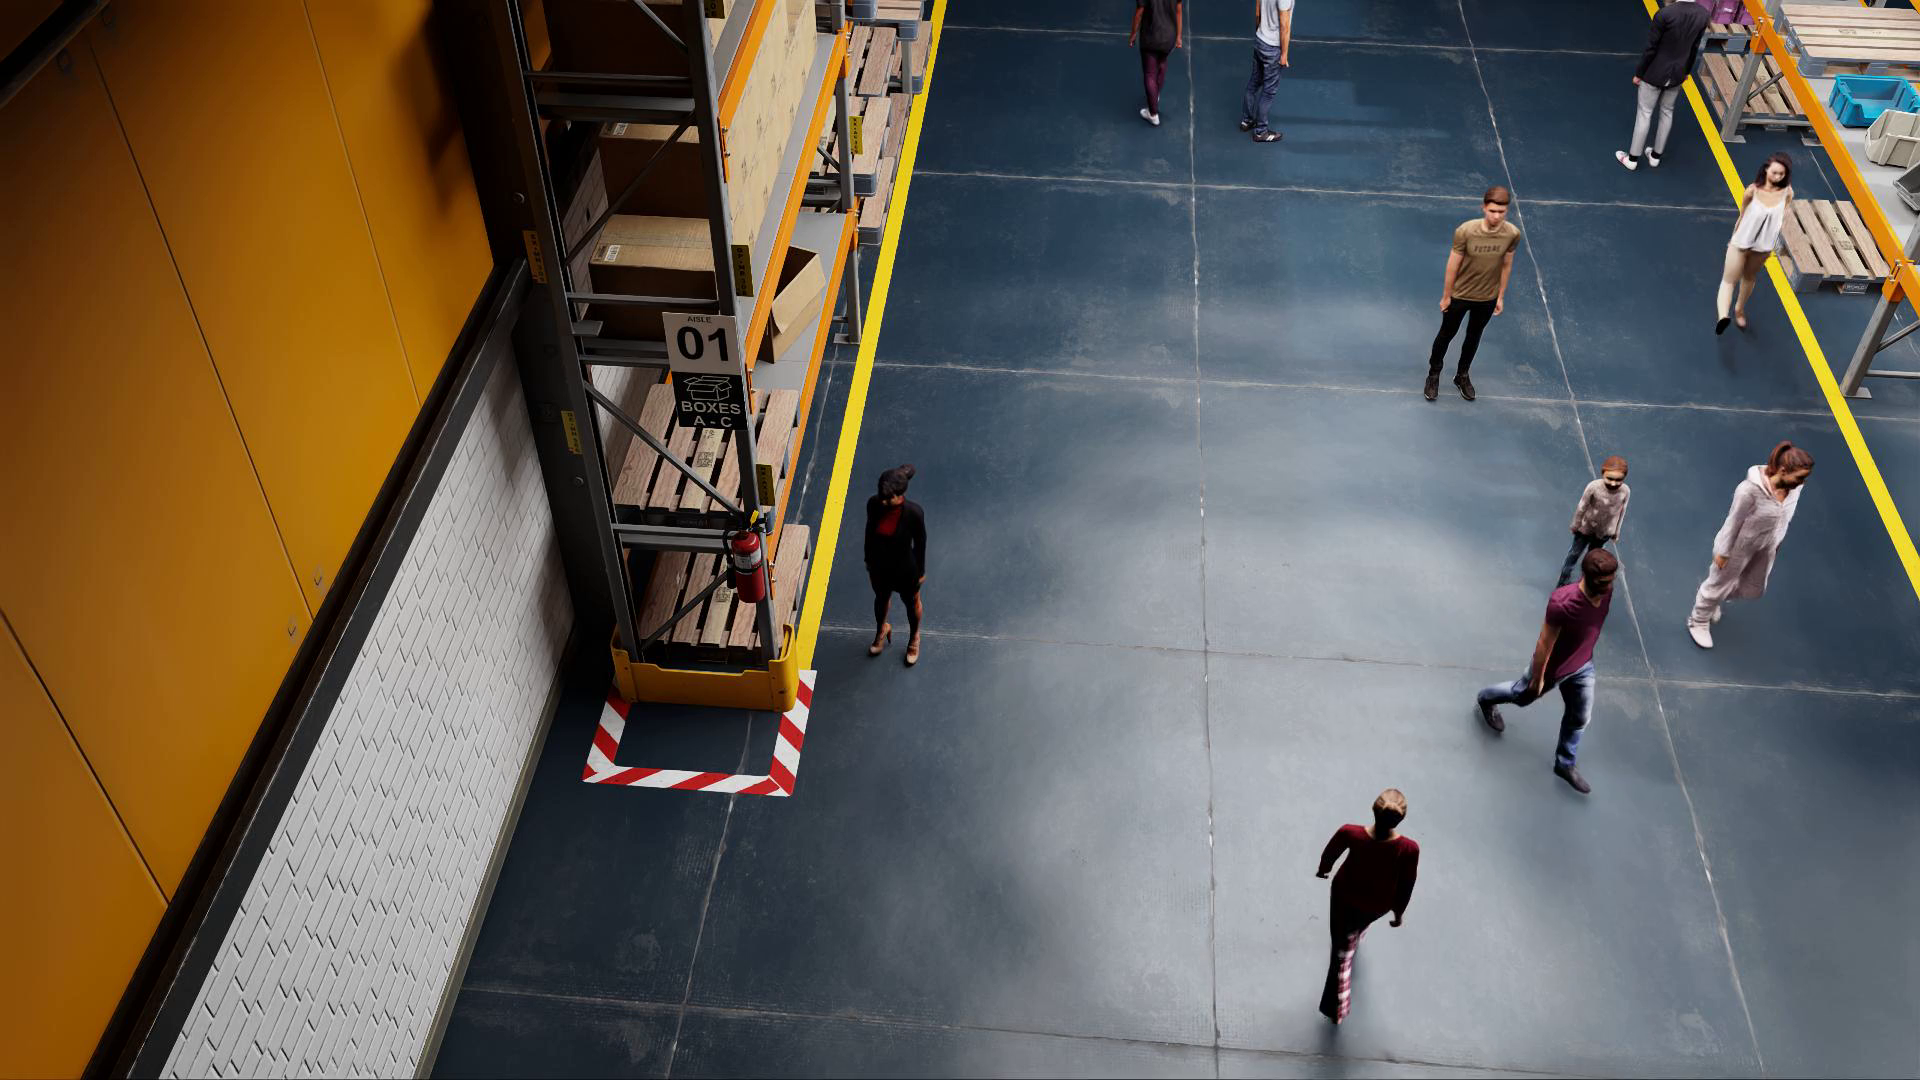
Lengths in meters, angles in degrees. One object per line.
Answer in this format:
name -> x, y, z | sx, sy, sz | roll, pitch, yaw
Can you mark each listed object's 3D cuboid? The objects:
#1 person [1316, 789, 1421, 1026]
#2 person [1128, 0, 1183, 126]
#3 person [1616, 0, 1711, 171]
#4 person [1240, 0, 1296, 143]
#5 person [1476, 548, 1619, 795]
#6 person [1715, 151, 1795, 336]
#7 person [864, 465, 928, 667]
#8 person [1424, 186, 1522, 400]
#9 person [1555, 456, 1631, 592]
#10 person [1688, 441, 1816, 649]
person -> 2.155, 1.968, 8.941 | 0.758, 1.652, 1.081 | 11, 45, 11
person -> 1.935, -4.829, 15.998 | 0.820, 1.759, 0.916 | -16, 46, -16
person -> 6.526, -4.353, 15.357 | 0.751, 1.954, 0.664 | -6, 44, -6
person -> 2.940, -4.702, 15.789 | 0.779, 1.865, 0.646 | -17, 46, -17
person -> 3.611, 0.674, 10.181 | 1.096, 1.816, 1.274 | -22, 48, -21
person -> 6.455, -2.322, 13.457 | 0.896, 1.635, 0.594 | 3, 44, 4
person -> -0.425, 0.185, 10.822 | 0.650, 1.640, 0.689 | 15, 46, 15
person -> 3.970, -1.918, 12.874 | 0.675, 1.852, 0.587 | 0, 44, 0
person -> 4.380, -0.105, 11.449 | 0.487, 1.194, 0.476 | 6, 44, 7
person -> 5.189, -0.031, 11.023 | 0.725, 1.674, 0.737 | -5, 44, -5
